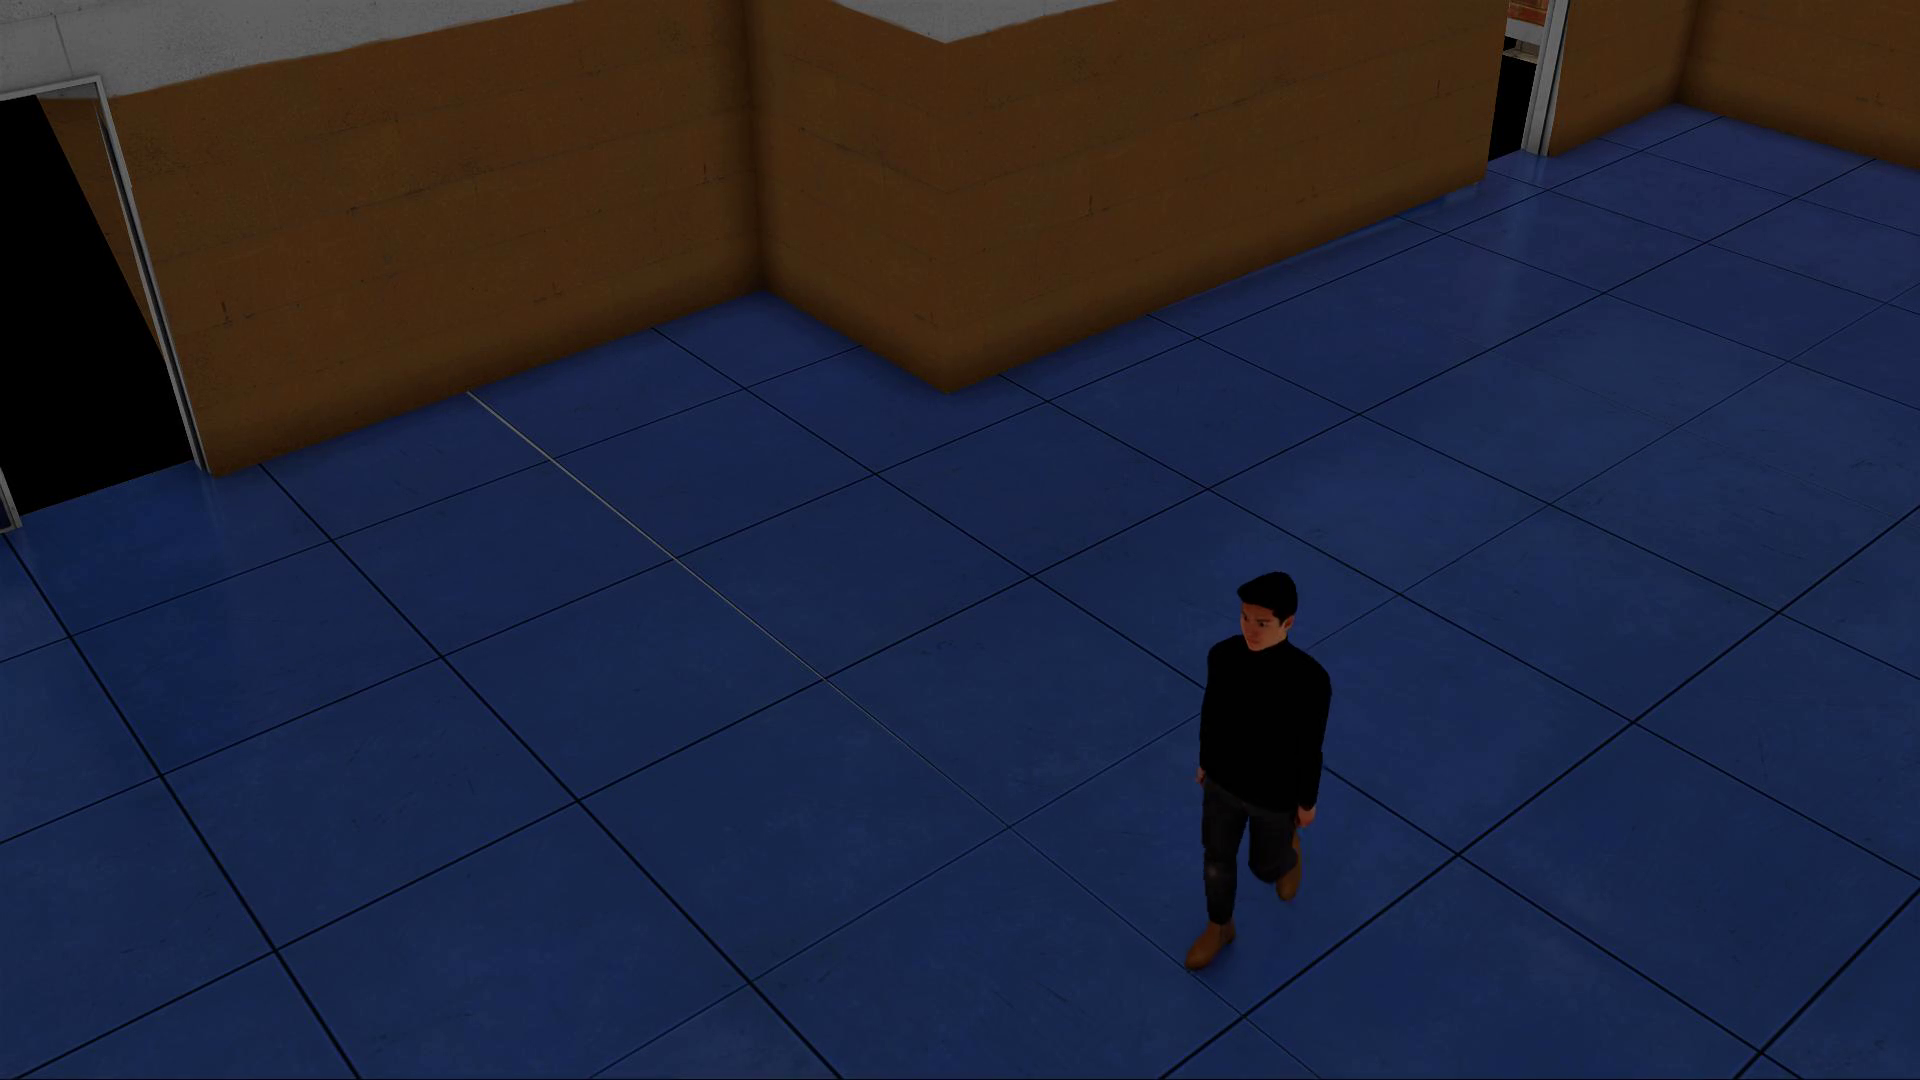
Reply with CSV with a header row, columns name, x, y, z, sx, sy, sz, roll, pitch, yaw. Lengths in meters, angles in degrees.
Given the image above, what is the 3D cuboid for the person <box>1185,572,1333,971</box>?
name,x,y,z,sx,sy,sz,roll,pitch,yaw
person,1.125,0.838,6.134,0.901,1.704,0.839,23,40,30
